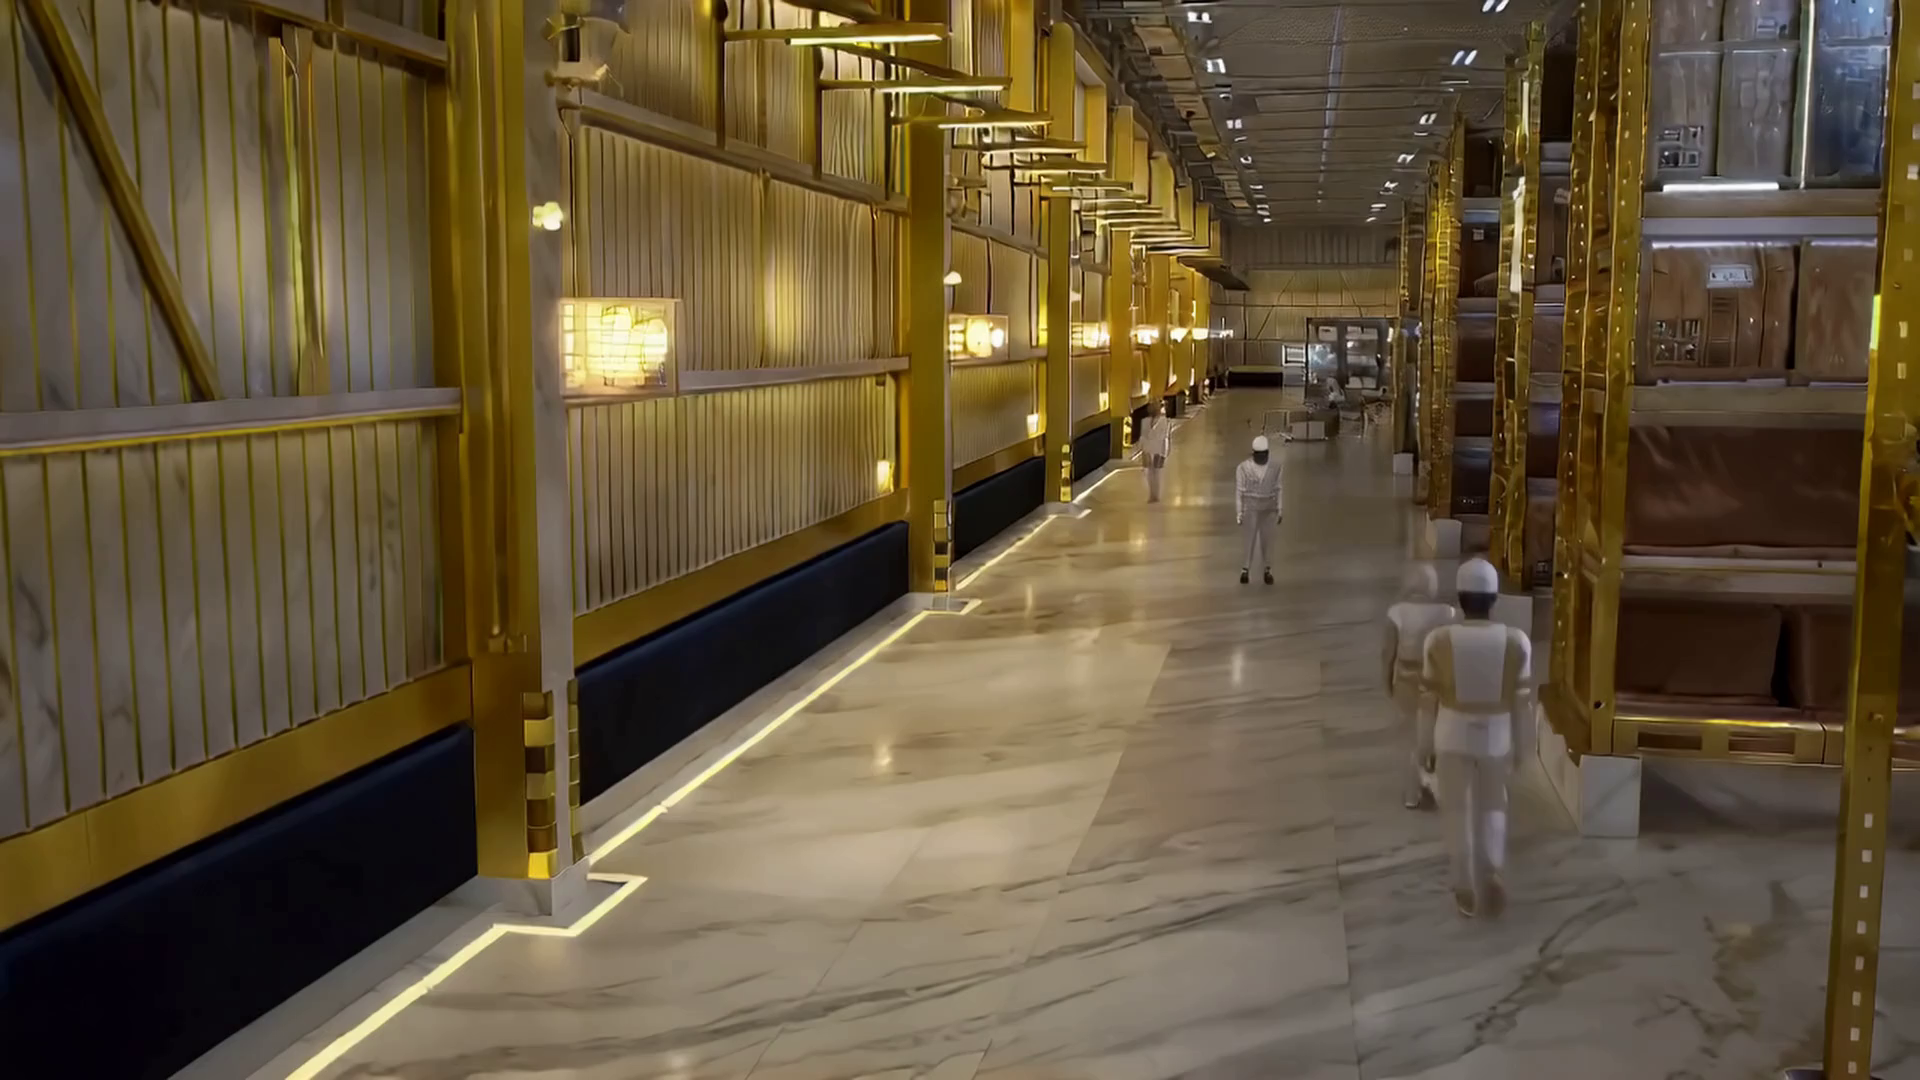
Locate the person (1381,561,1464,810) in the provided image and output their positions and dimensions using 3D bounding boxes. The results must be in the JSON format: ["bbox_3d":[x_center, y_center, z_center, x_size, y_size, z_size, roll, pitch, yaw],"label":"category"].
[{"bbox_3d":[2.992,0.951,10.747,0.537,1.625,0.378,3,8,20],"label":"person"}]

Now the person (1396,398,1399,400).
[{"bbox_3d":[12.466,-3.598,46.763,0.346,1.735,0.485,-6,9,-40],"label":"person"}]

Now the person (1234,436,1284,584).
[{"bbox_3d":[3.682,-0.364,20.464,0.603,1.830,0.404,0,7,4],"label":"person"}]

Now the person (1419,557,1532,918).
[{"bbox_3d":[2.696,1.055,8.732,0.568,1.924,0.453,2,7,12],"label":"person"}]

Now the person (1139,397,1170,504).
[{"bbox_3d":[3.513,-1.611,30.039,0.565,1.929,0.383,3,8,21],"label":"person"}]
